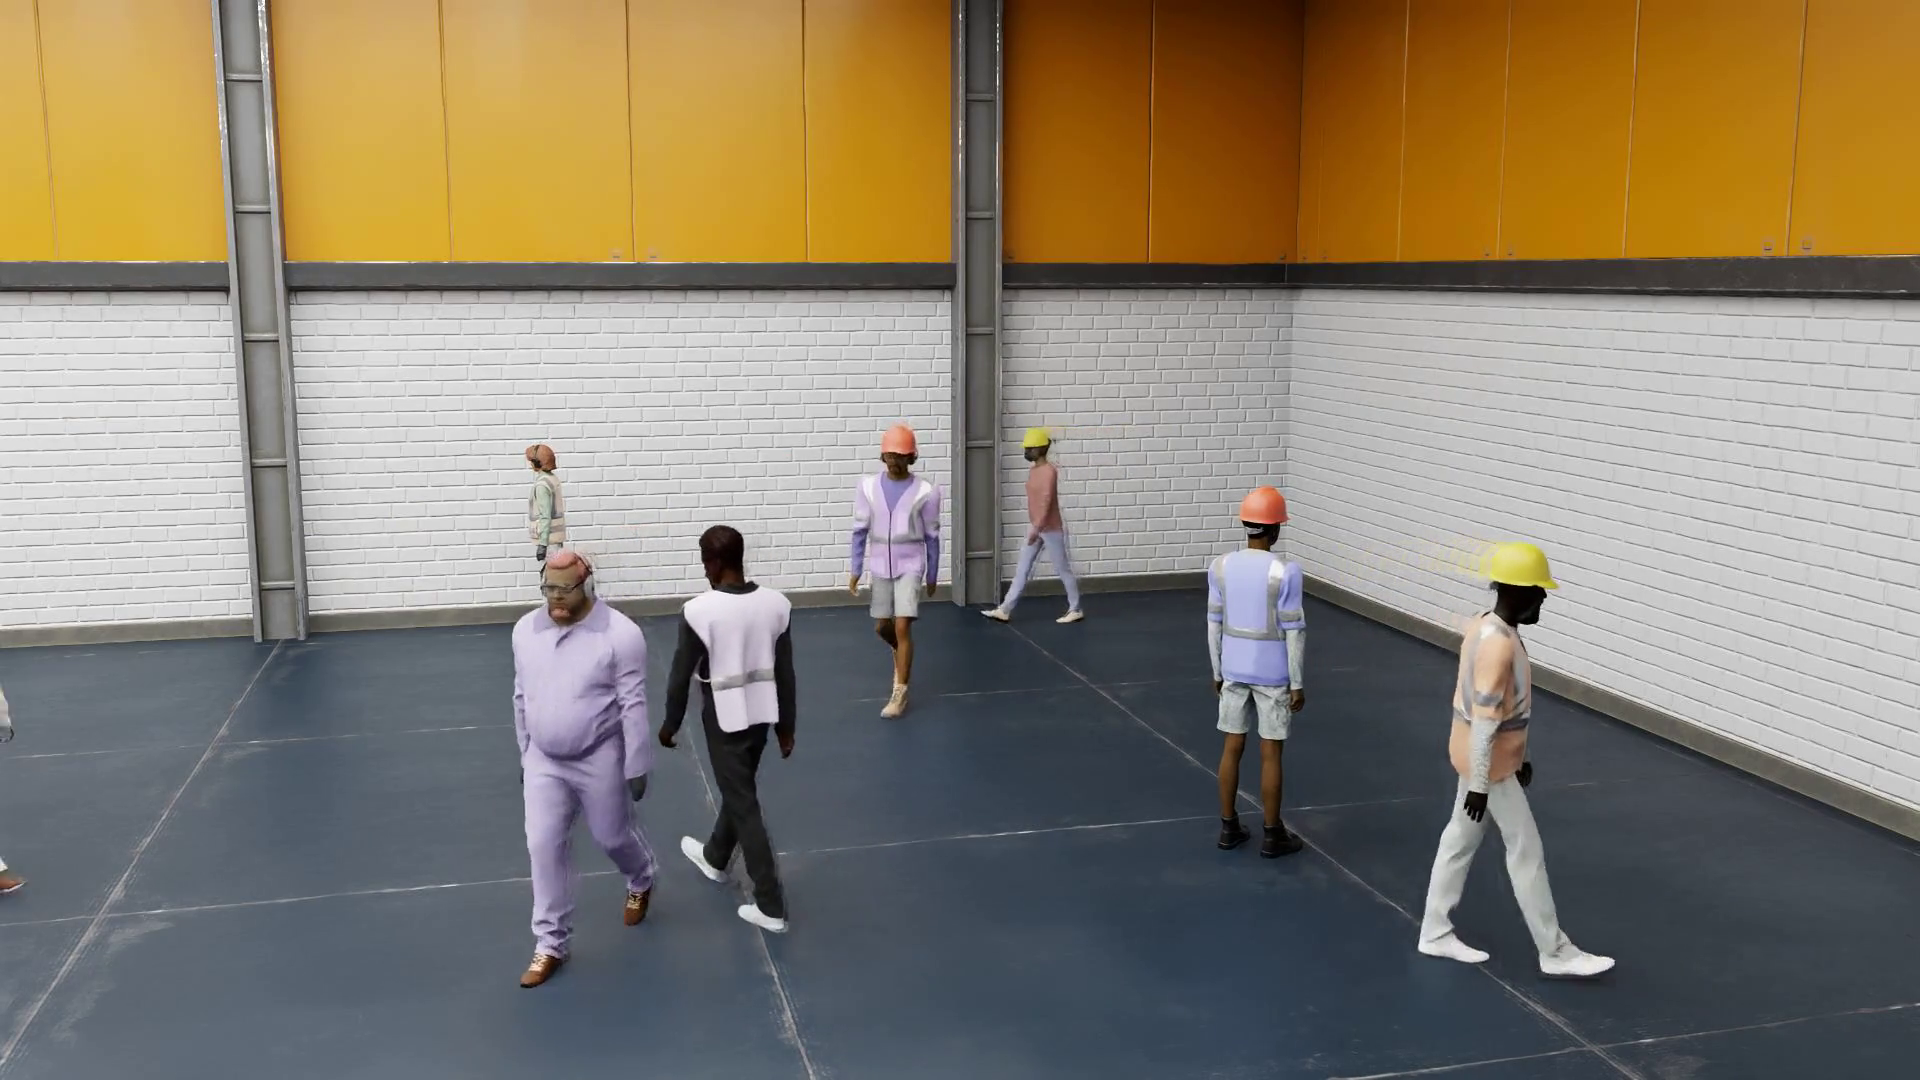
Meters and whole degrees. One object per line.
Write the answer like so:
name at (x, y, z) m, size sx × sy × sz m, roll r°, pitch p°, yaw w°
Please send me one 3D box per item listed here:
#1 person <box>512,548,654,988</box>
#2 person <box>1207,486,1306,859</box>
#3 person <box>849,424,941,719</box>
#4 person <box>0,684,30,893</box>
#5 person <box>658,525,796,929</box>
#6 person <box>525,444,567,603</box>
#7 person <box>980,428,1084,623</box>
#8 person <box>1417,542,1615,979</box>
person at (-1.656, 0.935, 7.371) m, size 0.645 × 1.871 × 0.896 m, roll 2°, pitch 9°, yaw 12°
person at (1.557, 0.685, 8.683) m, size 0.542 × 1.939 × 0.363 m, roll 7°, pitch 11°, yaw 37°
person at (-0.412, 0.176, 11.633) m, size 0.604 × 2.020 × 0.879 m, roll 3°, pitch 9°, yaw 16°
person at (-4.824, 0.935, 8.130) m, size 0.752 × 1.600 × 0.523 m, roll 2°, pitch 9°, yaw 10°
person at (-1.124, 0.852, 7.921) m, size 0.995 × 1.855 × 0.581 m, roll 9°, pitch 13°, yaw 43°
person at (-3.407, 0.024, 13.753) m, size 0.312 × 1.636 × 0.518 m, roll -1°, pitch 9°, yaw -3°
person at (0.672, -0.103, 14.326) m, size 0.944 × 1.713 × 0.537 m, roll -3°, pitch 10°, yaw -21°
person at (2.432, 0.951, 7.152) m, size 0.898 × 1.888 × 0.617 m, roll 2°, pitch 9°, yaw 15°
